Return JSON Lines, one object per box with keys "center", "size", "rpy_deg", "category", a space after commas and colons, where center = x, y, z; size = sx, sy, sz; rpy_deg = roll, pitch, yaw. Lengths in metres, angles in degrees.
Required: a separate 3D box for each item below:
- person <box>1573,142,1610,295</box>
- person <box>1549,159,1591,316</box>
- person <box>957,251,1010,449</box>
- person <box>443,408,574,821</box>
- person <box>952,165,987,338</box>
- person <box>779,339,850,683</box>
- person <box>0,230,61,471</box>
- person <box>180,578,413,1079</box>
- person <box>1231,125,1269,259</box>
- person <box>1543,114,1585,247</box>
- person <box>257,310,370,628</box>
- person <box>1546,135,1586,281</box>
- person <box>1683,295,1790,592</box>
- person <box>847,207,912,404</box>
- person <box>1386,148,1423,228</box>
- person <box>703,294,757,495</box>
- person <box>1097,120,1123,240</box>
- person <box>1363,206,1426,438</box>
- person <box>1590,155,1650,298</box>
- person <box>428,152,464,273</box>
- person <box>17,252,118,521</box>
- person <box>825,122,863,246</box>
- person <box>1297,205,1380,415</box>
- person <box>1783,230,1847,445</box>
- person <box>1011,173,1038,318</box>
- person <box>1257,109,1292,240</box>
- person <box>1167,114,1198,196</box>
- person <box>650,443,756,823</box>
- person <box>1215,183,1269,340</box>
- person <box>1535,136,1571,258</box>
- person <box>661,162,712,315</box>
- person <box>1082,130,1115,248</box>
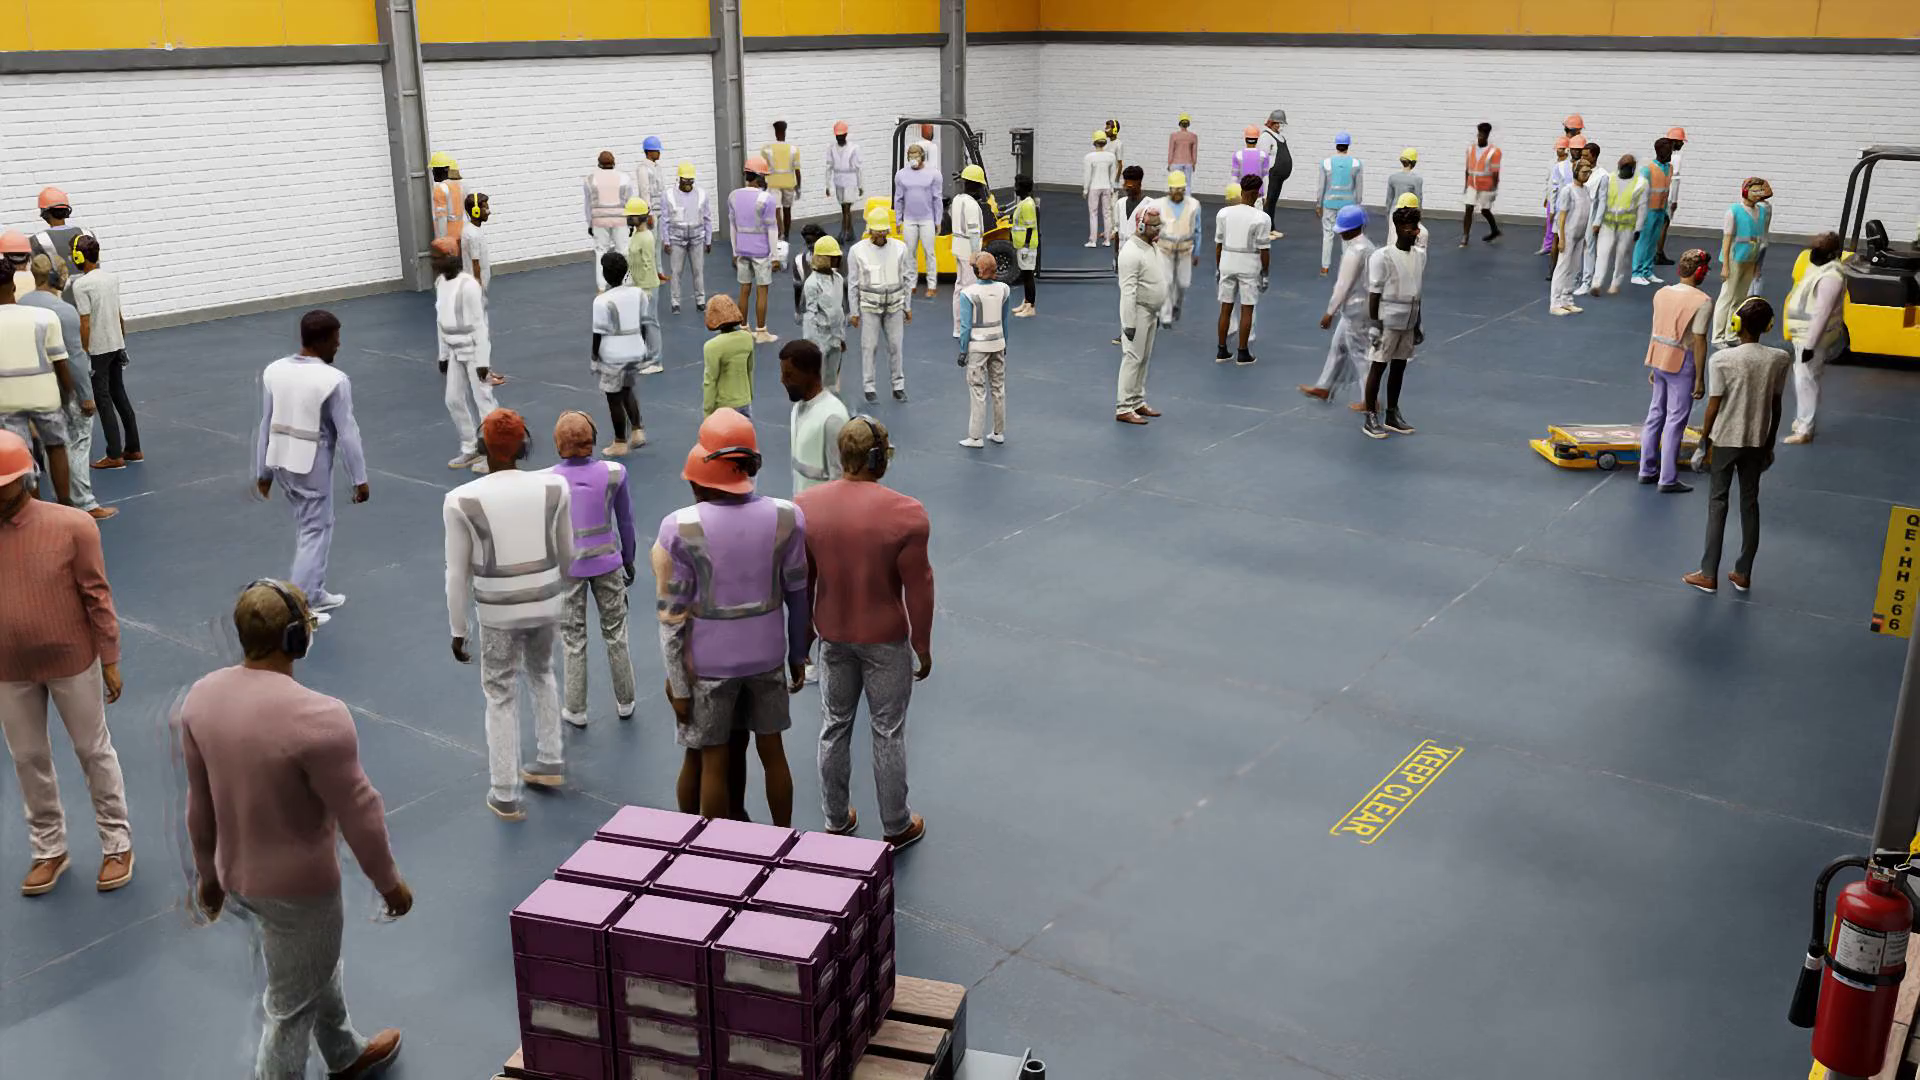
{"center": [8.024, -4.113, 21.318], "size": [0.380, 1.918, 0.596], "rpy_deg": [-6, 19, -18], "category": "person"}
{"center": [7.323, -3.611, 19.866], "size": [0.514, 1.844, 0.333], "rpy_deg": [-14, 22, -36], "category": "person"}
{"center": [0.202, -1.579, 13.843], "size": [0.514, 1.641, 0.308], "rpy_deg": [-14, 22, -37], "category": "person"}
{"center": [-2.016, 0.328, 7.515], "size": [0.594, 1.861, 0.476], "rpy_deg": [-9, 20, -27], "category": "person"}
{"center": [0.106, -3.143, 18.287], "size": [0.382, 1.917, 0.585], "rpy_deg": [-6, 19, -19], "category": "person"}
{"center": [-0.716, -0.134, 8.913], "size": [0.473, 1.893, 0.639], "rpy_deg": [-7, 19, -20], "category": "person"}
{"center": [-7.236, -1.439, 12.951], "size": [0.571, 1.916, 0.504], "rpy_deg": [-13, 22, -36], "category": "person"}
{"center": [-2.024, 1.025, 5.258], "size": [0.644, 1.906, 0.838], "rpy_deg": [11, 21, 30], "category": "person"}
{"center": [4.200, -5.032, 24.162], "size": [0.543, 1.939, 0.359], "rpy_deg": [2, 18, 5], "category": "person"}
{"center": [9.089, -5.341, 24.965], "size": [0.395, 2.039, 0.616], "rpy_deg": [-2, 18, -5], "category": "person"}
{"center": [-3.812, -0.402, 9.775], "size": [0.609, 1.873, 0.655], "rpy_deg": [10, 20, 28], "category": "person"}
{"center": [8.195, -4.447, 22.326], "size": [0.546, 1.942, 0.352], "rpy_deg": [5, 18, 16], "category": "person"}
{"center": [4.838, -0.585, 10.379], "size": [0.520, 1.862, 0.332], "rpy_deg": [0, 18, -1], "category": "person"}
{"center": [-0.739, -2.161, 15.386], "size": [0.601, 1.817, 0.403], "rpy_deg": [-6, 19, -18], "category": "person"}
{"center": [5.964, -4.363, 22.347], "size": [0.329, 1.769, 0.526], "rpy_deg": [-17, 24, -42], "category": "person"}
{"center": [-1.646, -0.938, 11.864], "size": [0.294, 1.625, 0.502], "rpy_deg": [11, 21, 31], "category": "person"}
{"center": [2.400, -5.714, 26.406], "size": [0.328, 1.872, 0.513], "rpy_deg": [-6, 19, -18], "category": "person"}
{"center": [3.724, -1.862, 14.200], "size": [0.600, 1.967, 0.368], "rpy_deg": [-10, 20, -29], "category": "person"}
{"center": [8.320, -3.958, 21.045], "size": [0.636, 1.784, 0.981], "rpy_deg": [10, 20, 28], "category": "person"}
{"center": [-6.093, -3.631, 19.798], "size": [0.366, 1.926, 0.593], "rpy_deg": [2, 18, 6], "category": "person"}
{"center": [-6.351, -1.065, 11.775], "size": [0.636, 1.929, 0.380], "rpy_deg": [11, 21, 31], "category": "person"}
{"center": [-1.812, -5.542, 25.857], "size": [0.556, 1.874, 1.013], "rpy_deg": [5, 19, 17], "category": "person"}
{"center": [3.441, -2.072, 14.996], "size": [0.891, 1.881, 0.637], "rpy_deg": [7, 19, 21], "category": "person"}
{"center": [7.151, -1.708, 14.001], "size": [0.432, 1.813, 0.779], "rpy_deg": [6, 19, 19], "category": "person"}
{"center": [0.765, -3.491, 19.726], "size": [0.317, 1.698, 0.540], "rpy_deg": [-1, 18, -3], "category": "person"}
{"center": [5.007, -5.811, 26.433], "size": [0.537, 2.000, 0.679], "rpy_deg": [10, 20, 27], "category": "person"}
{"center": [3.981, -6.733, 29.787], "size": [0.531, 1.754, 0.342], "rpy_deg": [-2, 18, -7], "category": "person"}
{"center": [-0.985, 0.508, 6.857], "size": [0.391, 1.929, 0.546], "rpy_deg": [13, 22, 34], "category": "person"}
{"center": [3.143, -3.068, 18.382], "size": [0.655, 1.719, 0.399], "rpy_deg": [-2, 18, -7], "category": "person"}
{"center": [8.826, -5.055, 24.530], "size": [0.339, 1.752, 0.564], "rpy_deg": [-9, 20, -26], "category": "person"}
{"center": [-3.259, -3.597, 19.887], "size": [0.602, 1.819, 0.421], "rpy_deg": [-5, 19, -16], "category": "person"}
{"center": [2.123, -5.372, 25.506], "size": [0.535, 1.767, 0.315], "rpy_deg": [-7, 19, -21], "category": "person"}
